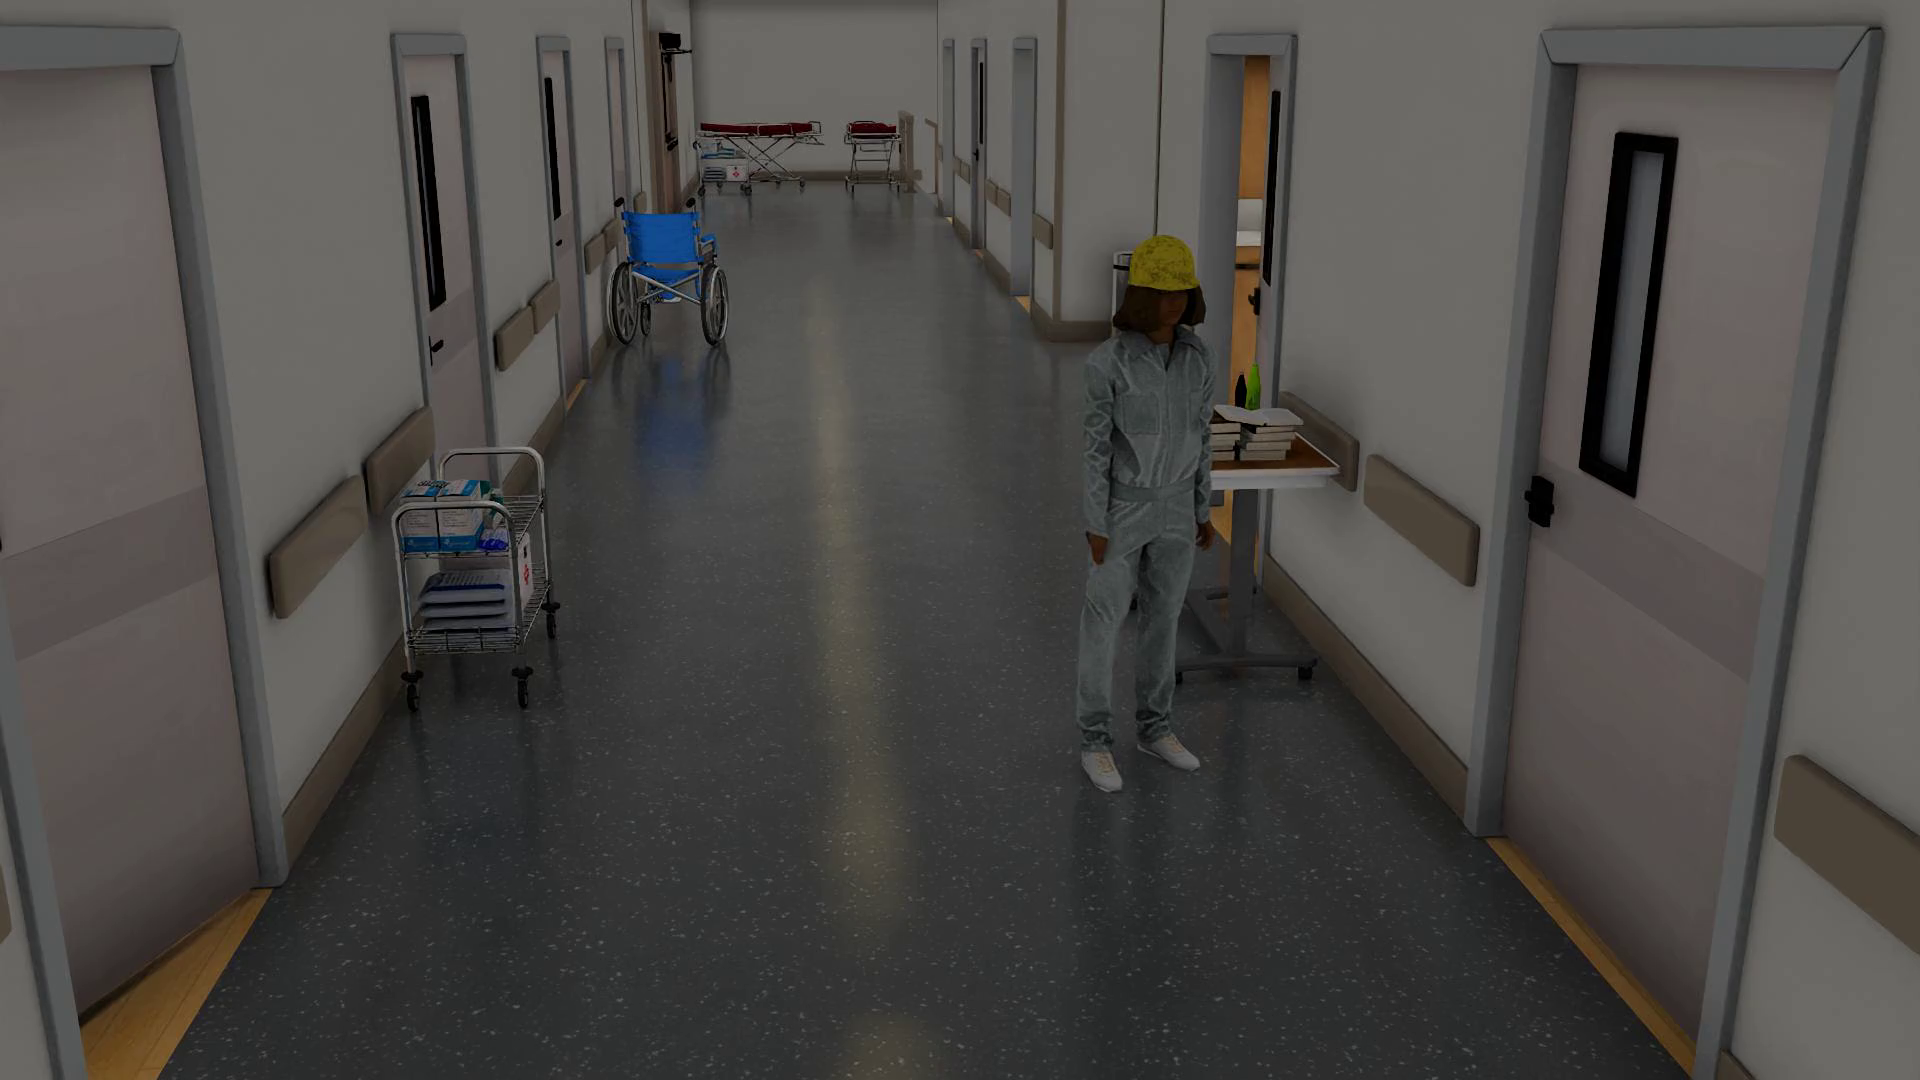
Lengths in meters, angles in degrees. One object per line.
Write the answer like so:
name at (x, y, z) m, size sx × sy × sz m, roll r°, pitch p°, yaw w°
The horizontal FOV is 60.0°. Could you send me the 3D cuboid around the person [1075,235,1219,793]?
person at (0.602, -0.077, 5.216) m, size 0.486 × 1.744 × 0.311 m, roll -9°, pitch 19°, yaw -27°
